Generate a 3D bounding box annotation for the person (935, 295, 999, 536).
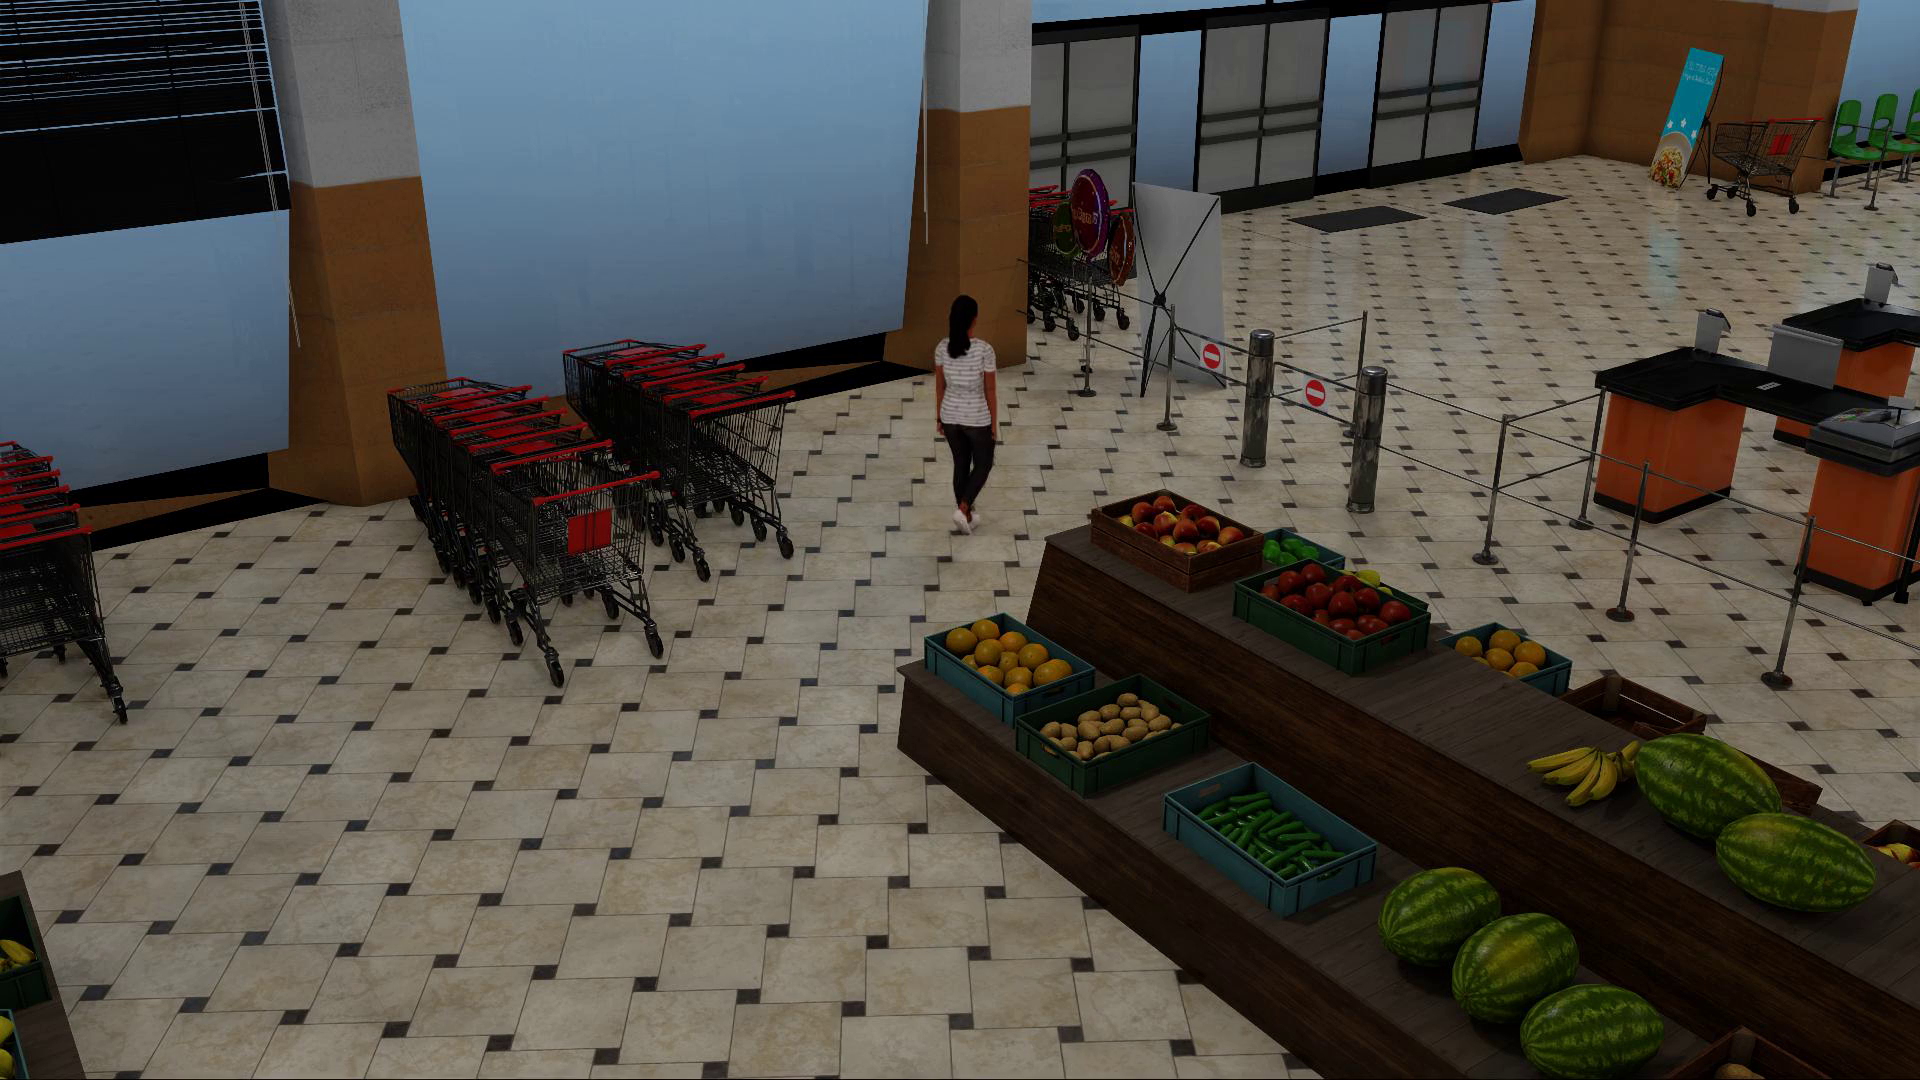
[{"bbox_3d":[0.019,-0.748,10.772,0.858,1.628,0.876,9,25,19],"label":"person"}]
